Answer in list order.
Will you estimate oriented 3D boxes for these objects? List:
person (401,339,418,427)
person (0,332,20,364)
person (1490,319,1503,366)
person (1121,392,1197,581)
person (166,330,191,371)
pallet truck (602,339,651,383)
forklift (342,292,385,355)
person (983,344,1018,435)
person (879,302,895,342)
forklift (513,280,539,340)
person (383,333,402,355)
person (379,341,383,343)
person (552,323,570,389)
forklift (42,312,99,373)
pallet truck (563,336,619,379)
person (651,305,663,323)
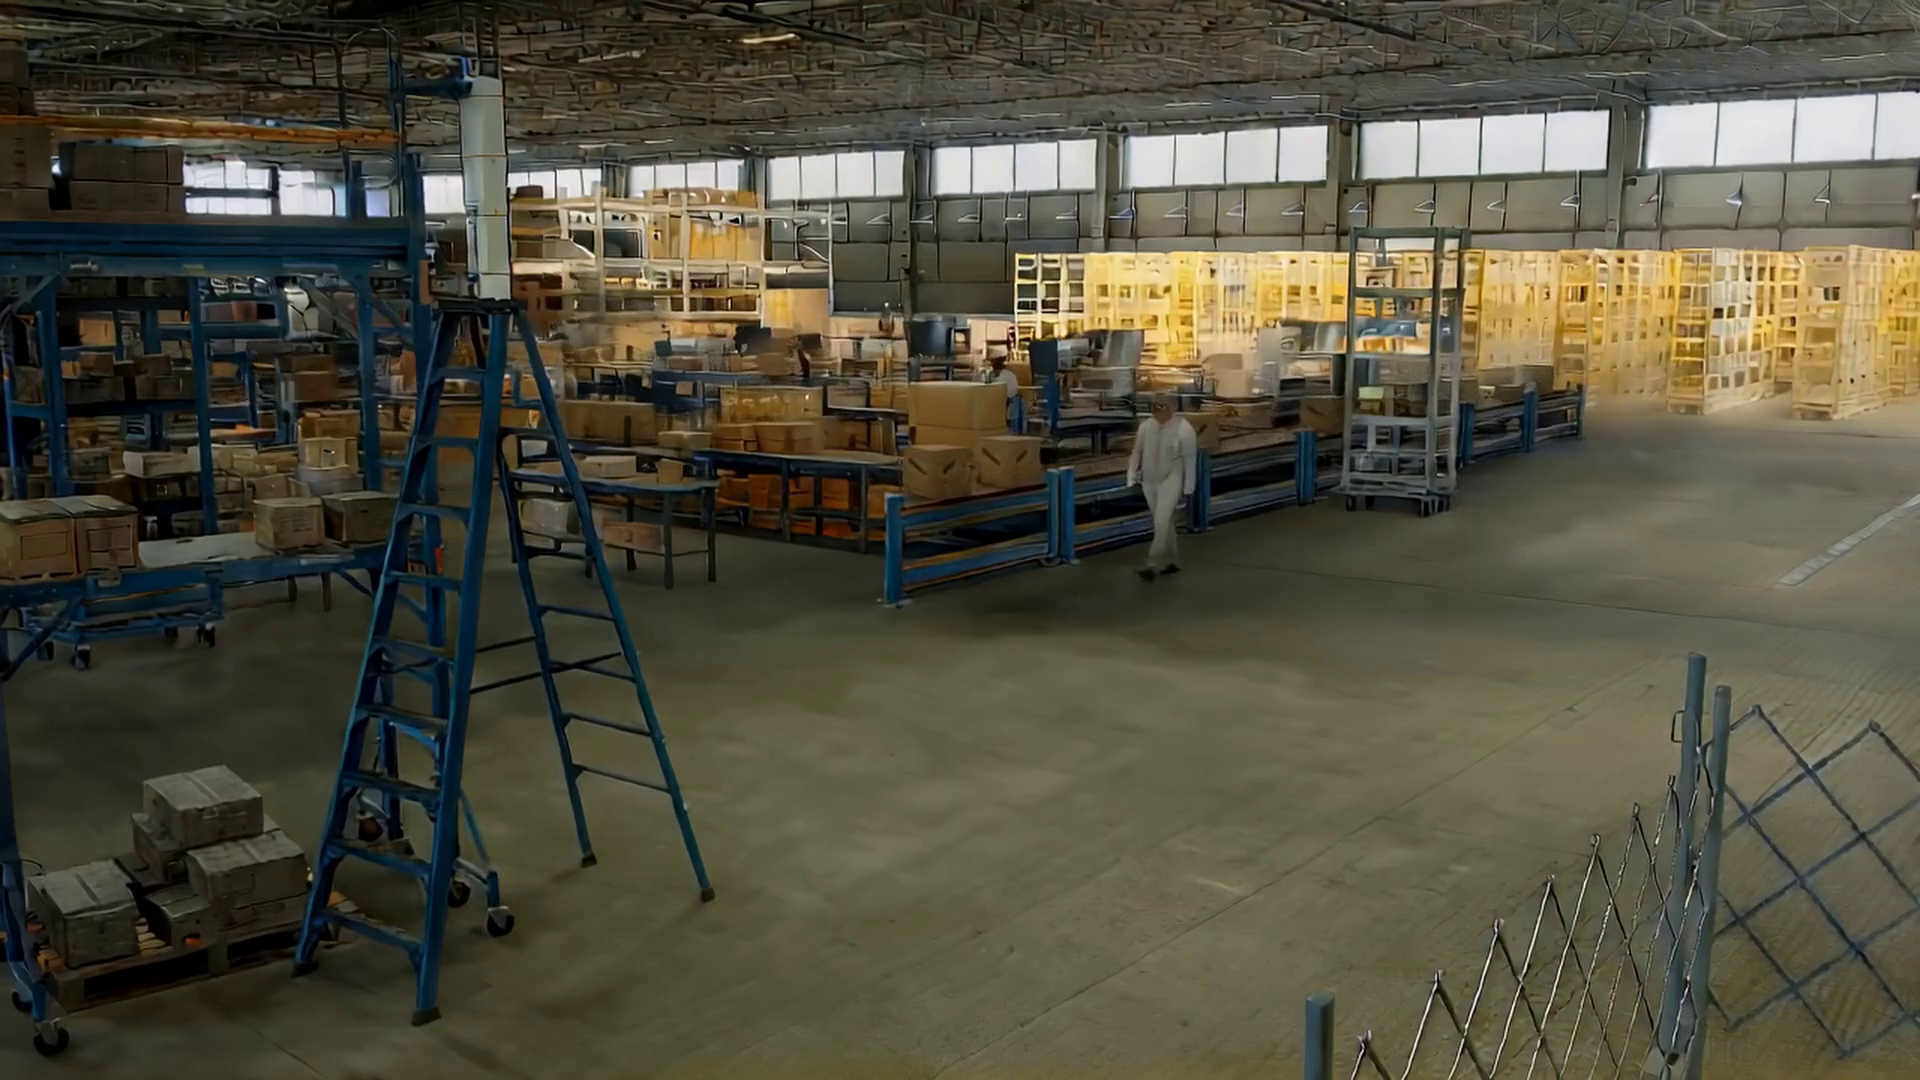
[{"bbox_3d":[-10.830,-3.148,32.975,0.434,1.817,0.623,-9,13,-44],"label":"person"},{"bbox_3d":[-23.742,-4.425,41.525,0.279,1.633,0.497,8,12,42],"label":"person"},{"bbox_3d":[15.102,-5.336,46.587,0.436,1.832,0.598,7,11,37],"label":"person"},{"bbox_3d":[1.936,-0.529,16.493,0.645,1.862,0.957,9,13,44],"label":"person"},{"bbox_3d":[-18.589,-4.146,39.589,0.540,1.695,0.317,-2,9,-13],"label":"person"},{"bbox_3d":[-8.991,-4.871,45.351,0.653,1.274,1.630,7,11,37],"label":"pallet truck"},{"bbox_3d":[-16.485,-5.622,45.120,1.129,2.768,1.873,7,11,37],"label":"forklift"},{"bbox_3d":[0.524,-1.738,23.478,0.615,2.043,0.373,8,12,42],"label":"person"},{"bbox_3d":[-2.877,-8.371,65.231,0.648,1.919,0.729,-2,9,-14],"label":"person"},{"bbox_3d":[-13.883,-6.901,53.103,1.129,2.768,1.873,7,11,37],"label":"forklift"},{"bbox_3d":[-14.401,-4.707,42.343,0.356,1.937,0.552,6,11,34],"label":"person"},{"bbox_3d":[-17.733,-5.902,50.366,0.518,1.757,0.339,-7,11,-36],"label":"person"},{"bbox_3d":[-10.579,-4.862,43.958,0.538,1.732,0.854,-7,12,-38],"label":"person"},{"bbox_3d":[-23.779,-5.451,44.052,1.873,2.768,1.129,7,11,36],"label":"forklift"},{"bbox_3d":[-10.690,-5.294,48.215,1.601,1.201,0.680,-5,10,-26],"label":"pallet truck"},{"bbox_3d":[-10.069,-6.822,55.419,0.439,1.974,0.640,1,9,4],"label":"person"}]
